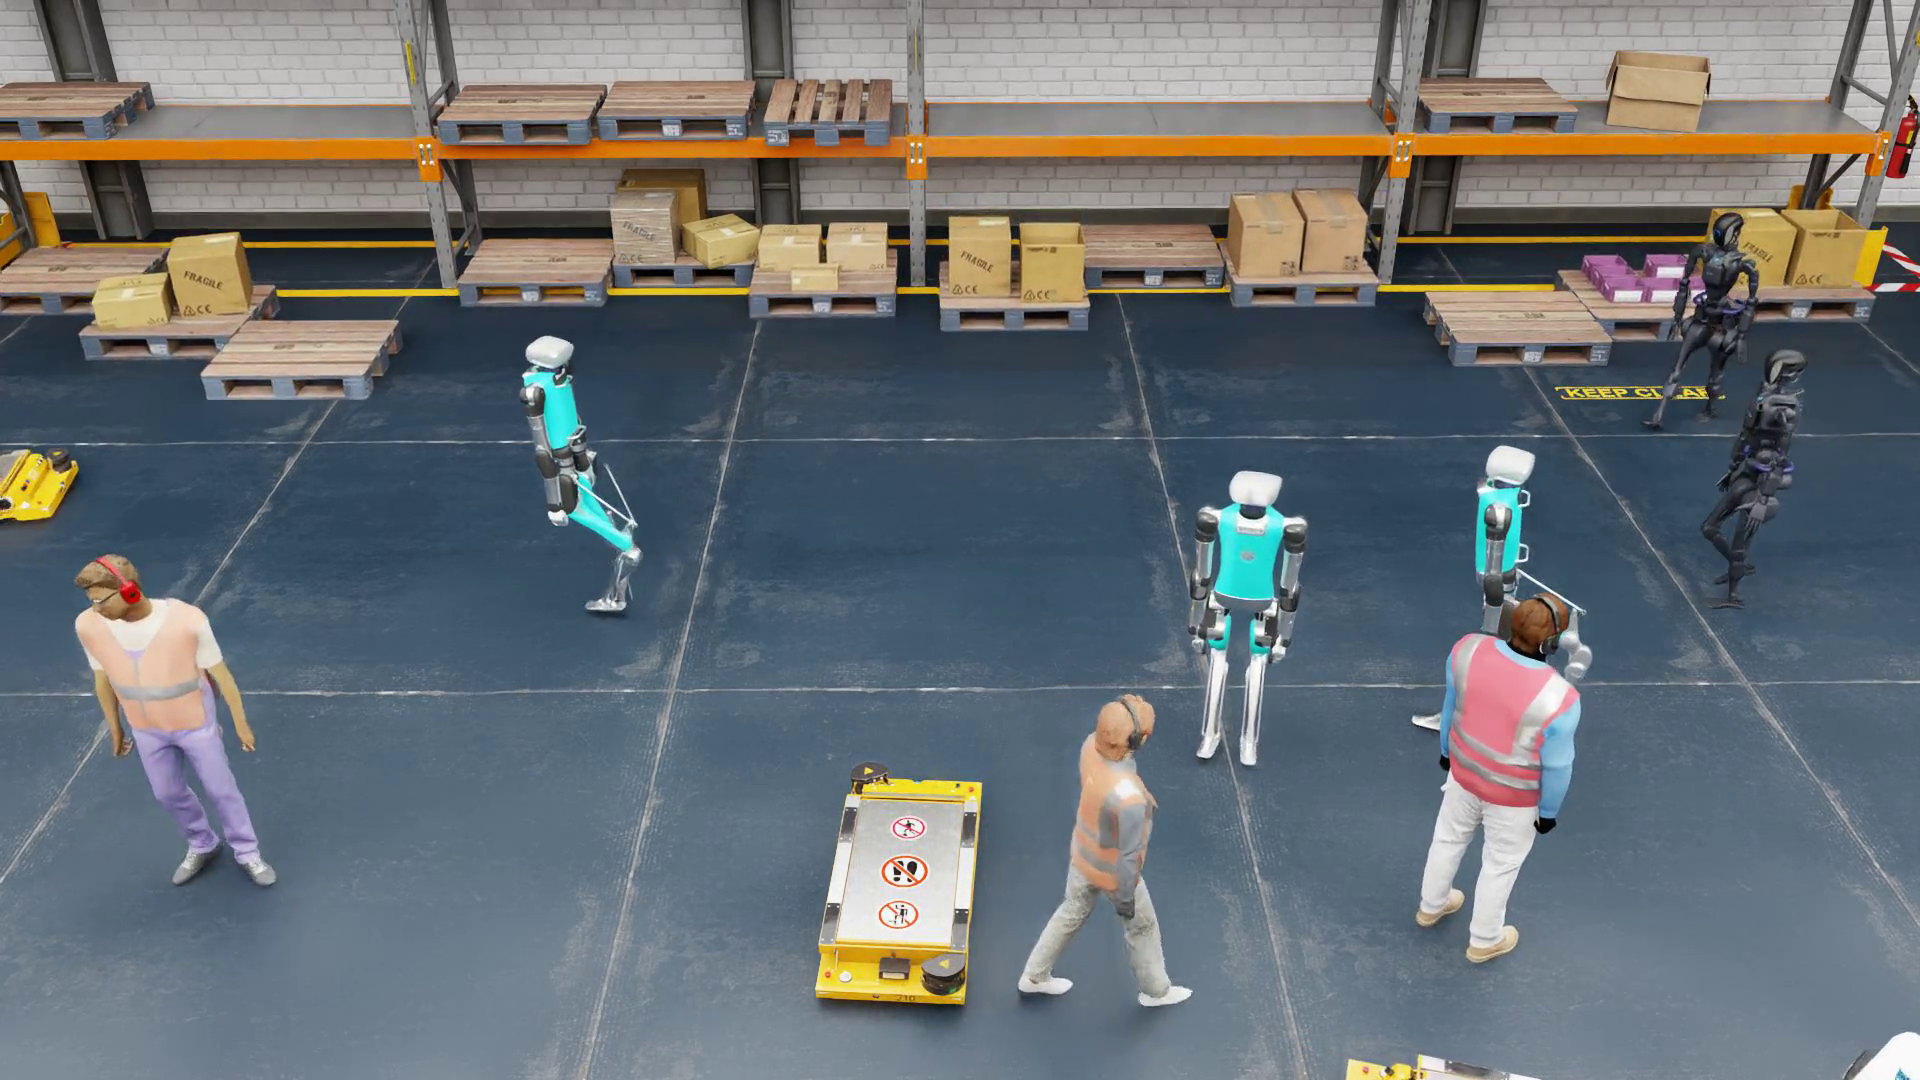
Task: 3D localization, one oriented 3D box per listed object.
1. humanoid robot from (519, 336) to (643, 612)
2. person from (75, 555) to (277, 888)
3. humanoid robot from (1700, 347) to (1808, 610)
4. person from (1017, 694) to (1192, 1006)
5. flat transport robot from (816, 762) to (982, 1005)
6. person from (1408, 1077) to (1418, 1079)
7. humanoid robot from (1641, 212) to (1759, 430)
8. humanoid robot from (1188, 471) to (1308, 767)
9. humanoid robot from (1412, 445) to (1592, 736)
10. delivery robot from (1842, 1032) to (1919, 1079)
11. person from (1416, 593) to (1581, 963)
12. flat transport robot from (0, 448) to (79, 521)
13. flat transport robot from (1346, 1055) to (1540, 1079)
[{"bbox_3d":[-2.045,-0.246,9.506,0.721,1.908,0.544,5,31,8],"label":"humanoid robot"},{"bbox_3d":[-3.538,0.822,7.533,0.622,1.824,0.411,0,31,0],"label":"person"},{"bbox_3d":[4.595,-0.326,9.588,0.370,1.651,0.598,2,31,4],"label":"humanoid robot"},{"bbox_3d":[0.621,1.334,6.918,0.740,1.612,0.526,-10,32,-16],"label":"person"},{"bbox_3d":[-0.258,1.576,7.787,0.659,0.231,1.431,2,31,3],"label":"flat transport robot"},{"bbox_3d":[1.284,2.325,5.182,0.535,1.666,0.783,-2,31,-4],"label":"person"},{"bbox_3d":[5.227,-1.489,11.570,0.782,1.627,0.610,-22,37,-32],"label":"humanoid robot"},{"bbox_3d":[1.424,0.337,8.350,0.530,1.722,0.709,7,32,11],"label":"humanoid robot"},{"bbox_3d":[2.921,0.379,8.403,1.029,1.760,0.538,10,32,16],"label":"humanoid robot"},{"bbox_3d":[3.601,2.242,6.408,0.801,0.602,0.499,-23,38,-33],"label":"delivery robot"},{"bbox_3d":[2.340,1.021,7.201,0.431,1.835,0.628,-22,38,-32],"label":"person"},{"bbox_3d":[-6.662,-0.314,10.935,1.431,0.231,0.659,-5,31,-9],"label":"flat transport robot"},{"bbox_3d":[2.202,2.398,6.419,1.431,0.231,0.659,8,32,14],"label":"flat transport robot"}]
